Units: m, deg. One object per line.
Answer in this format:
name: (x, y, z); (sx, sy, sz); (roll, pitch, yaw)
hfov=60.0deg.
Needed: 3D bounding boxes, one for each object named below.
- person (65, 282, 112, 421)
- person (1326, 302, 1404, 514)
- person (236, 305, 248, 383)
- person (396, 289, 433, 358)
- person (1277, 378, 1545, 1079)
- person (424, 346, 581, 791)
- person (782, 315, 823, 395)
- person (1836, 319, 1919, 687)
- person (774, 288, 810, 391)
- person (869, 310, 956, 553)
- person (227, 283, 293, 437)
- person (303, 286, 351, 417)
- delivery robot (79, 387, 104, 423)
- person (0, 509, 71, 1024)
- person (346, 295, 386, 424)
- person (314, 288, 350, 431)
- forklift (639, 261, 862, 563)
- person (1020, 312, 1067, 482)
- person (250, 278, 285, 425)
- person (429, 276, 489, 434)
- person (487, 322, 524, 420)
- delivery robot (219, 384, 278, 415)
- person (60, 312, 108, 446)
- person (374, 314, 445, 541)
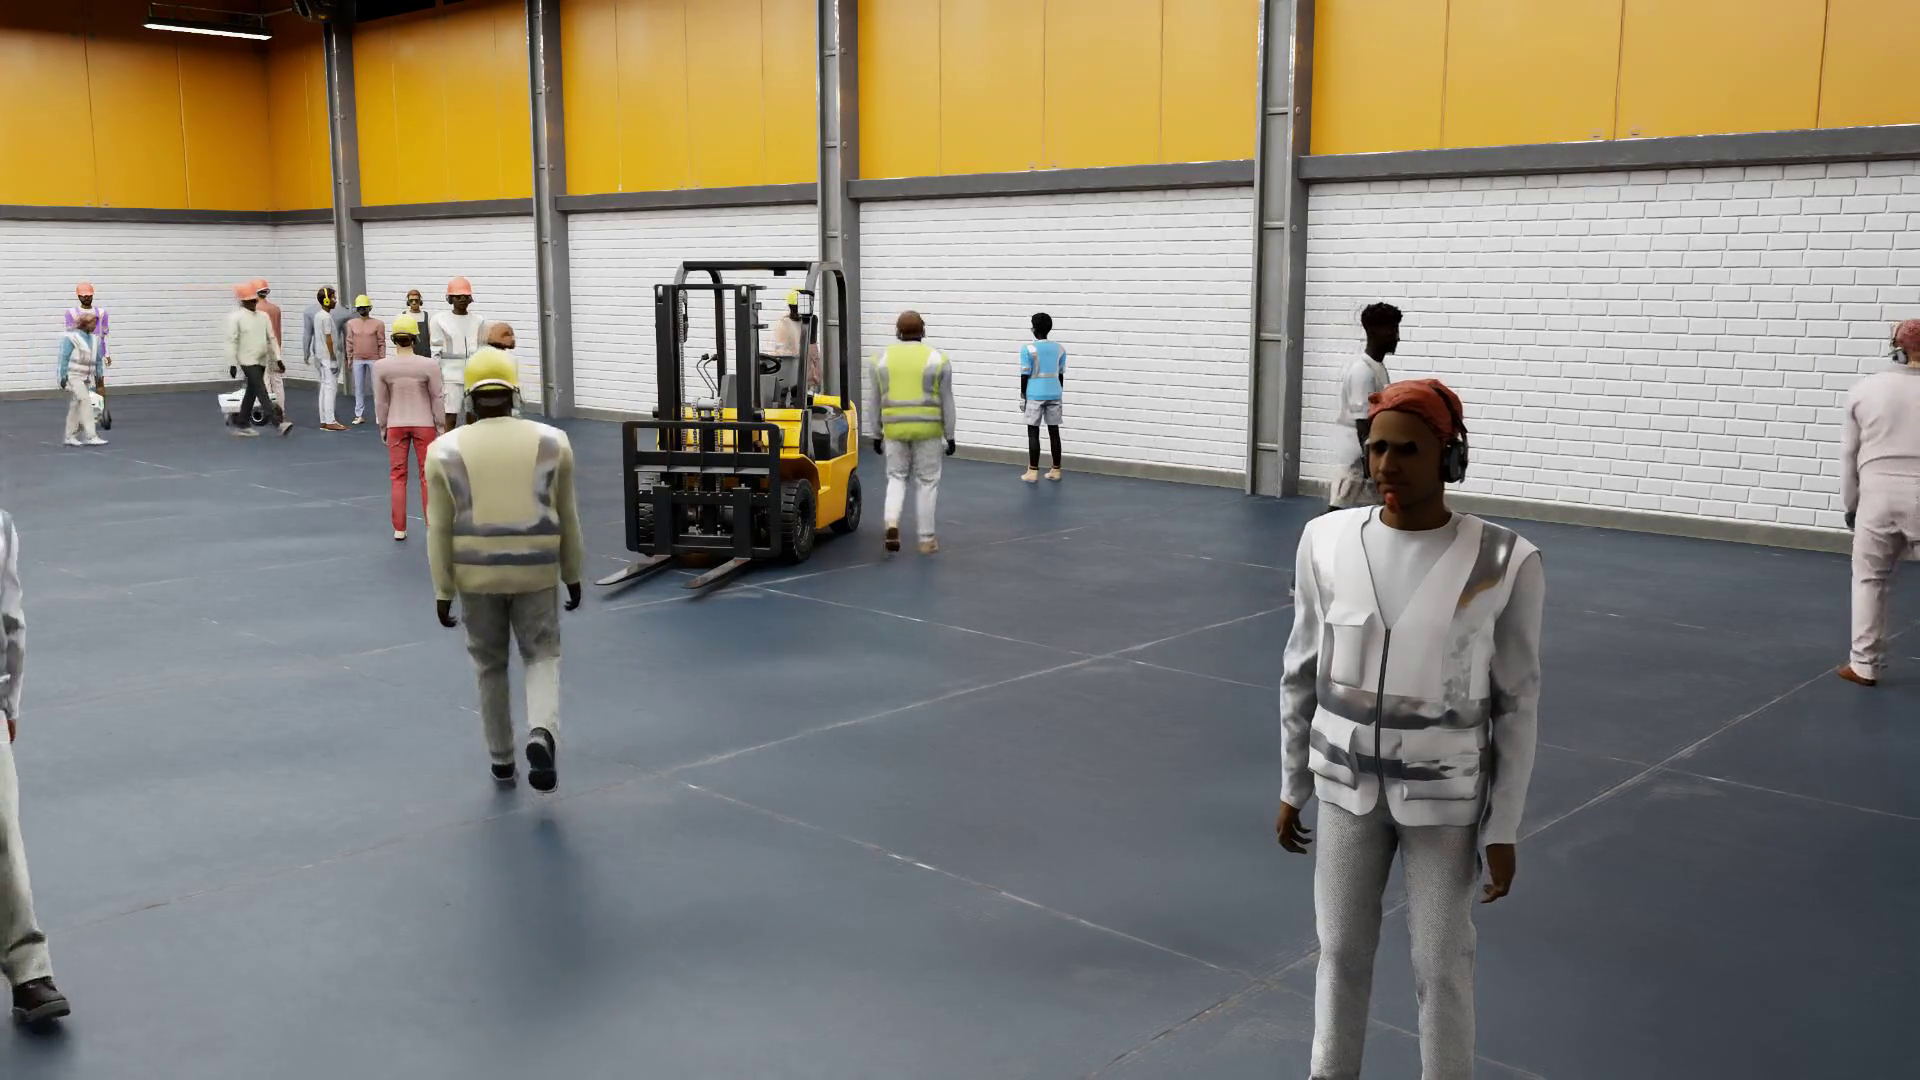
person: (-12.036, -2.591, 23.014); (0.545, 1.938, 0.361); (-8, 12, -40)
person: (2.628, -0.537, 10.496); (1.027, 1.905, 0.644); (5, 10, 26)
person: (-11.868, -3.217, 27.826); (0.522, 1.615, 0.419); (-2, 10, -14)
person: (-7.310, -2.444, 22.395); (0.518, 1.844, 0.329); (-4, 10, -25)
person: (0.977, 0.584, 3.719); (0.574, 1.883, 0.355); (6, 11, 33)
person: (-1.813, 0.138, 6.640); (0.597, 1.814, 0.605); (-3, 10, -16)
person: (-1.792, -1.751, 18.840); (0.557, 1.614, 0.374); (3, 10, 18)
person: (4.859, -0.157, 8.304); (0.887, 1.878, 0.393); (8, 12, 40)
person: (-1.858, -1.781, 18.170); (0.547, 1.904, 0.710); (5, 10, 26)
person: (-0.358, -0.785, 12.313); (0.647, 1.824, 0.512); (2, 9, 12)
person: (-8.787, -2.243, 20.882); (1.000, 1.921, 0.602); (3, 10, 17)
person: (-8.868, -2.619, 23.376); (0.641, 1.869, 0.993); (-2, 9, -12)
delivery robot: (-11.535, -1.787, 22.012); (0.477, 0.478, 0.707); (-4, 11, -25)
person: (-2.920, 0.477, 4.693); (0.922, 1.787, 0.597); (8, 12, 41)
person: (-8.115, -2.459, 22.733); (0.522, 1.769, 0.311); (-1, 9, -8)
person: (-8.295, -2.371, 21.869); (0.328, 1.874, 0.517); (-6, 11, -34)
forklift: (-1.552, -1.040, 12.721); (1.214, 2.155, 2.313); (2, 9, 11)
person: (0.823, -1.419, 16.583); (0.536, 1.691, 0.319); (-5, 11, -30)
person: (-9.489, -2.565, 22.678); (0.381, 1.996, 0.608); (3, 10, 16)
person: (-5.001, -1.620, 16.732); (0.605, 2.045, 0.379); (-7, 12, -37)
person: (-4.214, -1.228, 15.606); (0.523, 1.613, 0.557); (7, 12, 37)
delivery robot: (-9.686, -1.885, 22.626); (0.707, 0.478, 0.477); (0, 9, 3)
person: (-10.466, -1.917, 19.914); (0.715, 1.589, 0.513); (1, 9, 9)
person: (-4.281, -0.871, 12.987); (0.525, 1.772, 0.303); (-1, 9, -5)
